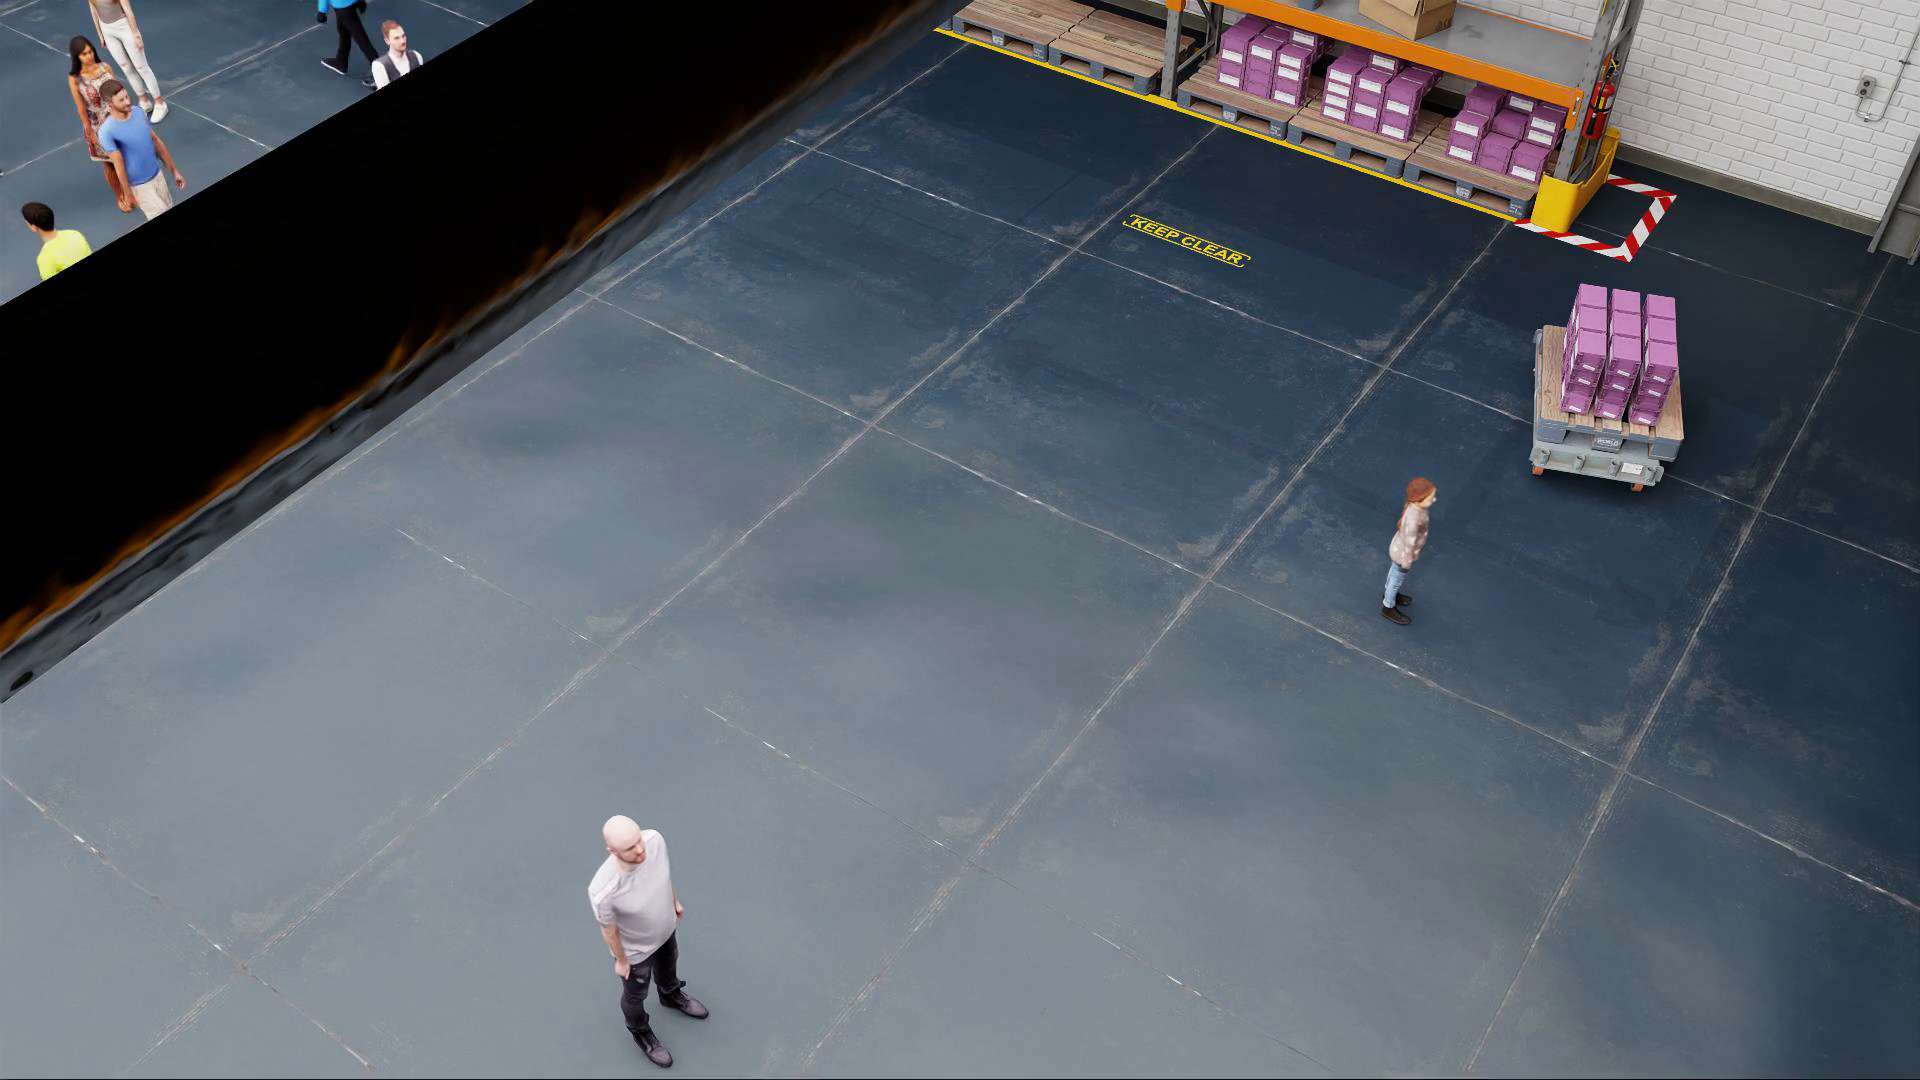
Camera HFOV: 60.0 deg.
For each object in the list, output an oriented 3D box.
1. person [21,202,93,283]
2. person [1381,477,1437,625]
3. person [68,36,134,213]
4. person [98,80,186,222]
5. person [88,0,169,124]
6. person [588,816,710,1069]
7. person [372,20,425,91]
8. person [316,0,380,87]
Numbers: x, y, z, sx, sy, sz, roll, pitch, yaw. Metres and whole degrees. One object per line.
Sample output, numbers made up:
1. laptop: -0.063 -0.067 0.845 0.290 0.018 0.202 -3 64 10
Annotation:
1. person: -6.707 -1.848 12.832 0.780 1.700 0.763 8 44 8
2. person: 3.009 0.042 11.215 0.546 1.194 0.539 12 45 12
3. person: -7.615 -3.732 14.852 0.571 1.641 0.694 31 52 29
4. person: -6.914 -3.030 13.968 0.899 1.844 0.778 11 45 11
5. person: -8.059 -4.870 15.992 0.603 1.716 0.725 7 44 7
6. person: -1.650 2.032 8.663 0.591 1.832 0.660 23 48 22
7. person: -4.874 -3.663 14.584 0.860 1.911 1.309 -32 52 -29
8. person: -5.959 -5.275 16.382 1.114 1.764 0.903 5 44 6
